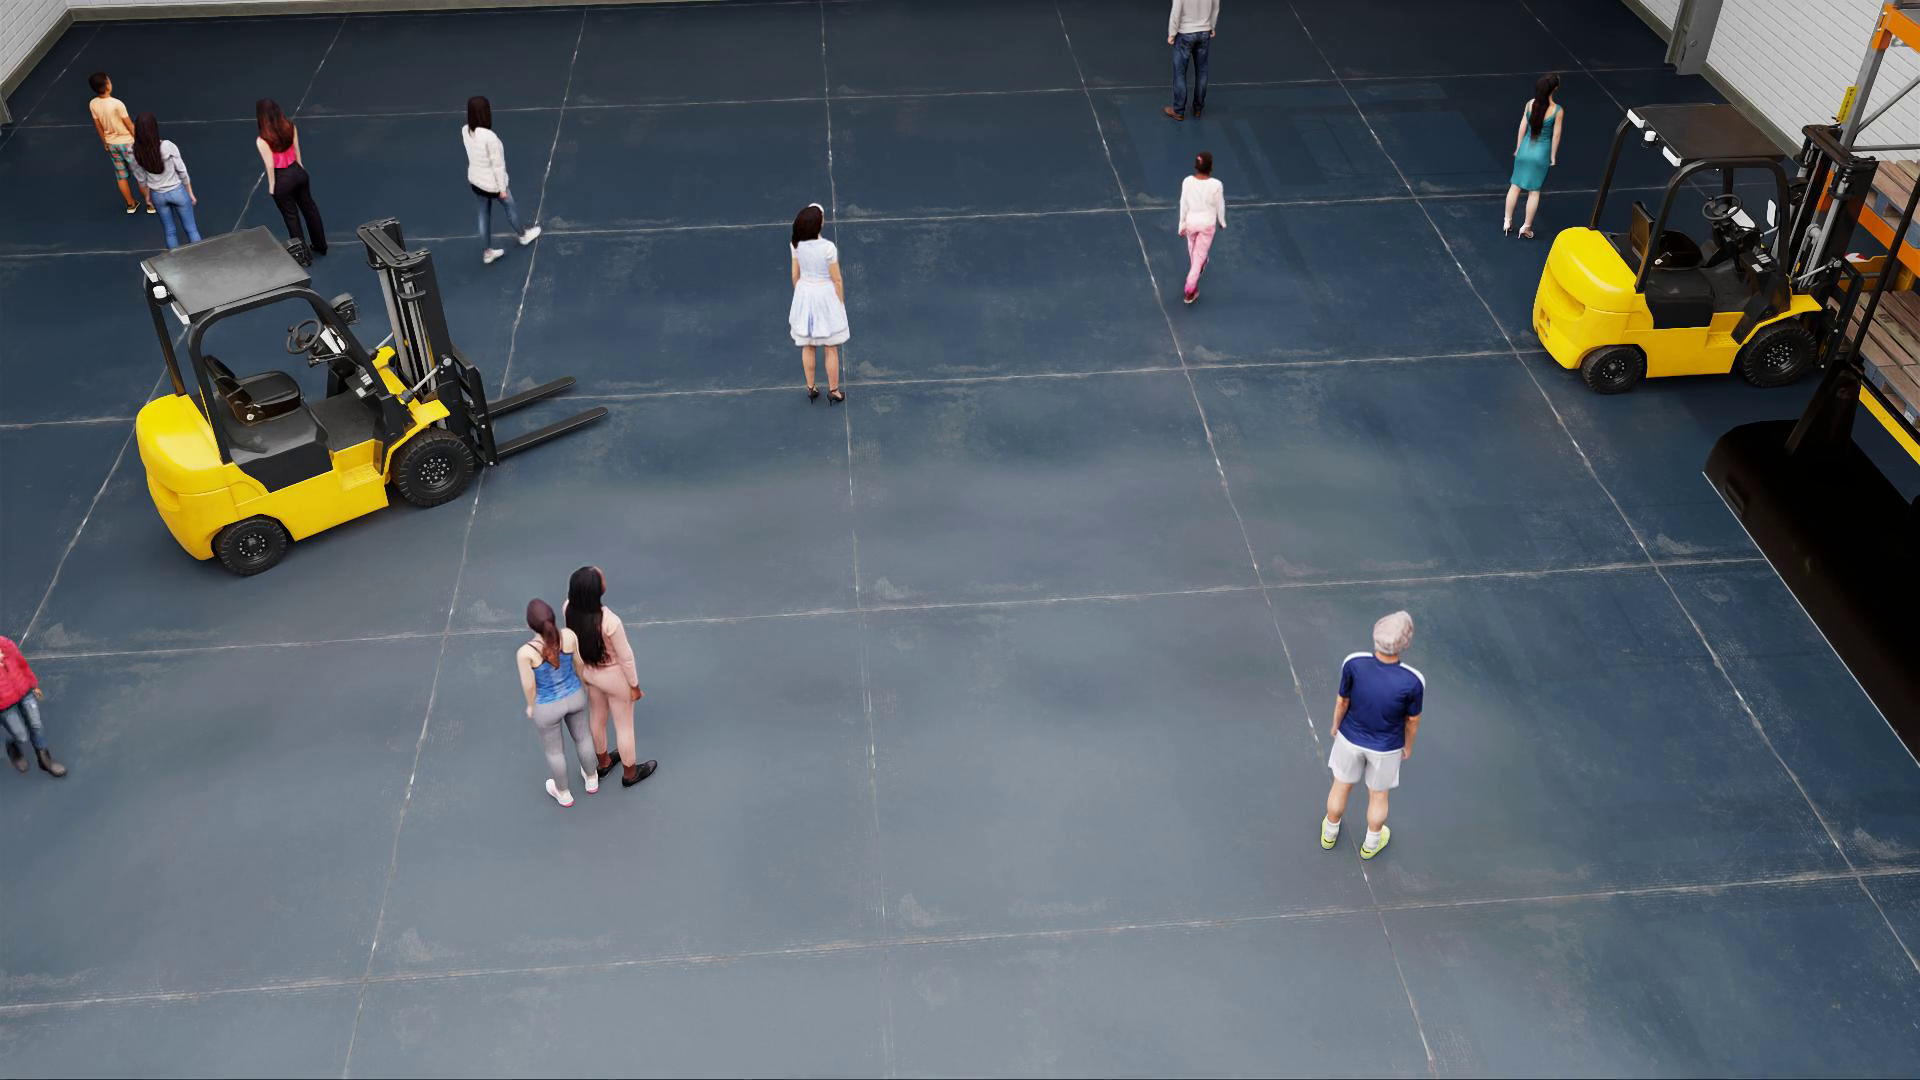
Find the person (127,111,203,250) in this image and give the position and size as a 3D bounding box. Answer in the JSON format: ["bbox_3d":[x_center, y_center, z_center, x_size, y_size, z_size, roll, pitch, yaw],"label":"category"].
[{"bbox_3d":[-7.347,-3.197,15.454,0.621,1.633,0.537,-7,39,-9],"label":"person"}]

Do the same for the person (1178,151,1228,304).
[{"bbox_3d":[2.182,-2.851,15.199,0.890,1.409,1.047,19,42,22],"label":"person"}]

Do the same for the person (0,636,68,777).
[{"bbox_3d":[-6.025,0.972,10.493,0.729,1.308,0.683,19,42,22],"label":"person"}]

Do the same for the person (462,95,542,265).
[{"bbox_3d":[-4.499,-3.361,15.676,0.941,1.611,1.049,19,42,22],"label":"person"}]

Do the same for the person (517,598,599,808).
[{"bbox_3d":[-2.473,0.984,10.237,0.663,1.610,0.698,-24,45,-27],"label":"person"}]

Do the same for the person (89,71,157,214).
[{"bbox_3d":[-8.338,-3.943,16.526,0.536,1.461,0.512,1,39,1],"label":"person"}]

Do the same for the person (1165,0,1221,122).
[{"bbox_3d":[2.545,-5.540,18.164,0.781,1.911,0.713,-12,40,-14],"label":"person"}]

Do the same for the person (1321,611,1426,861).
[{"bbox_3d":[2.430,1.159,9.835,0.712,1.836,0.703,15,41,18],"label":"person"}]

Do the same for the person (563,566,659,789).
[{"bbox_3d":[-2.201,0.849,10.316,0.703,1.721,0.727,20,43,23],"label":"person"}]

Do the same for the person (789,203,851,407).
[{"bbox_3d":[-1.171,-1.926,13.716,0.814,1.815,0.851,11,40,13],"label":"person"}]

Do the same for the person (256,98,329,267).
[{"bbox_3d":[-6.326,-3.381,15.664,0.731,1.658,0.634,19,43,23],"label":"person"}]

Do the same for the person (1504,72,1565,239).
[{"bbox_3d":[5.539,-3.711,16.054,0.624,1.687,0.675,25,45,28],"label":"person"}]
